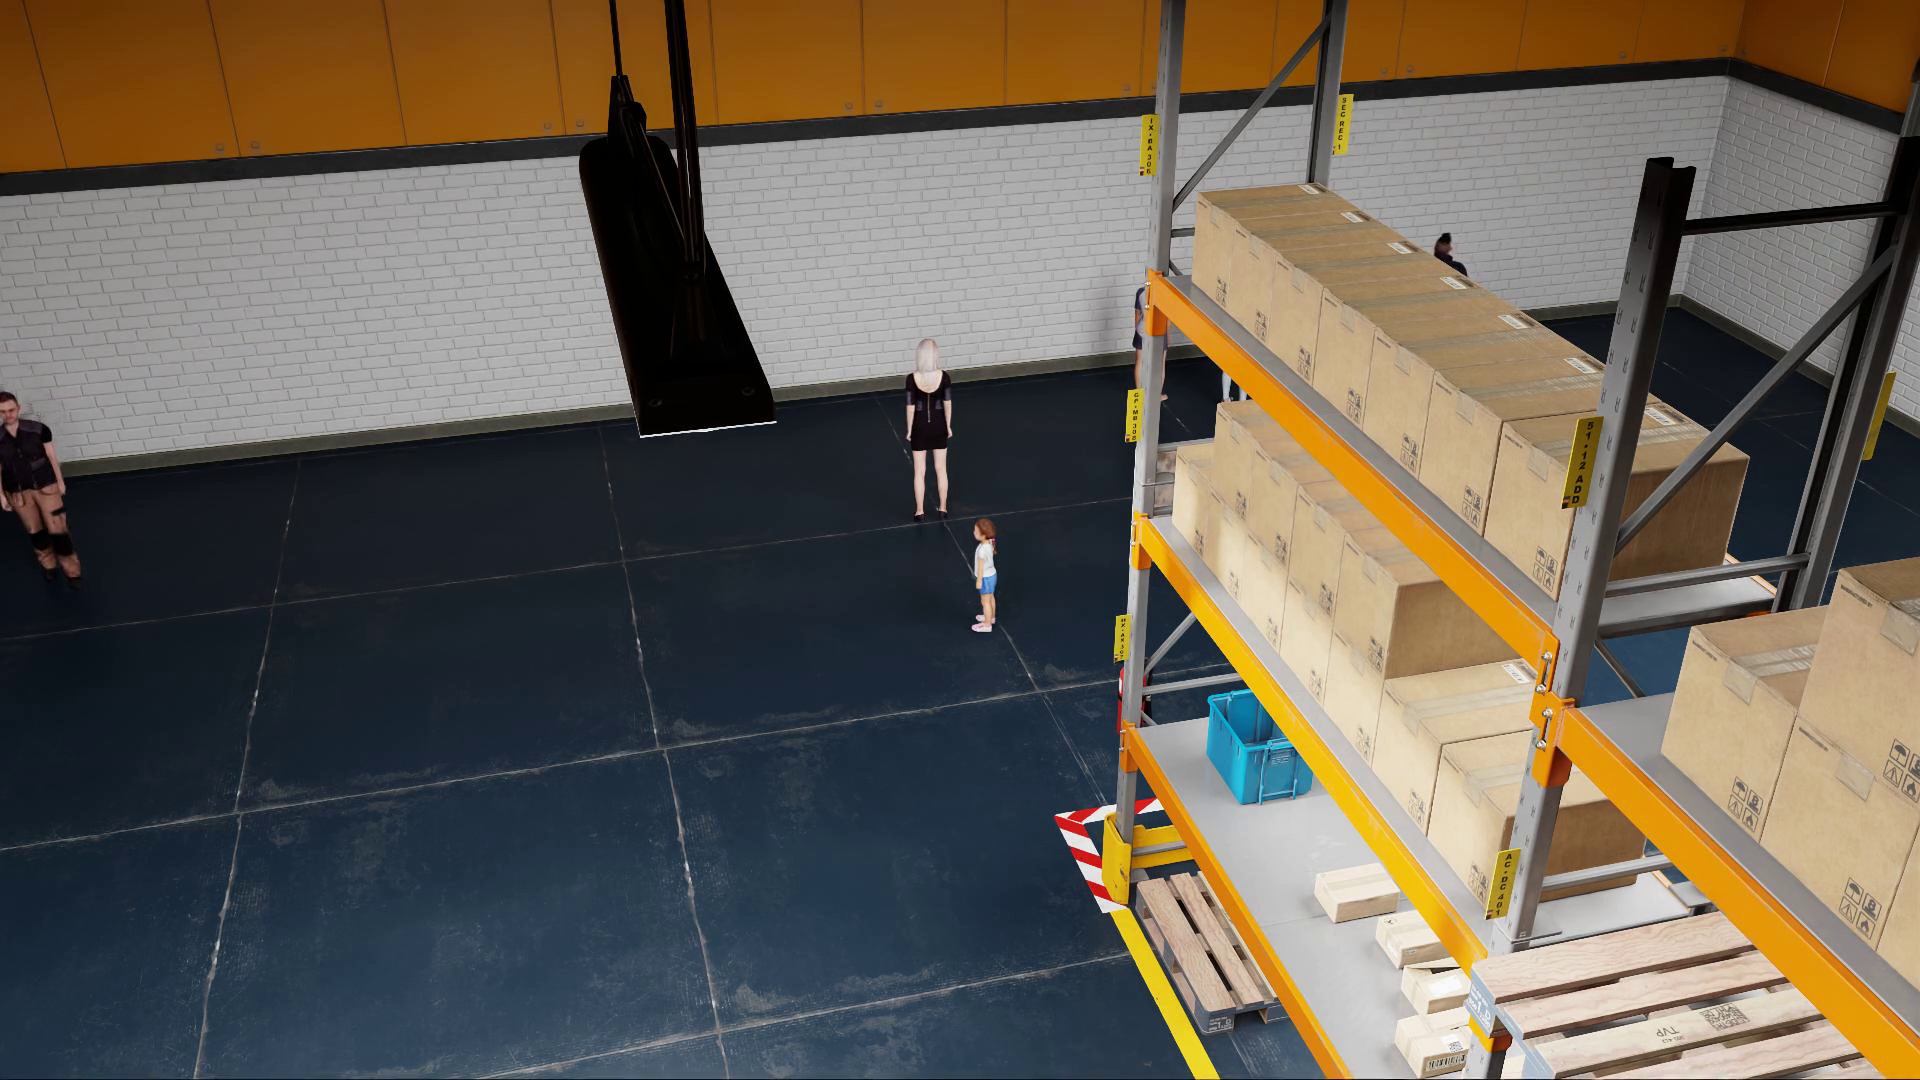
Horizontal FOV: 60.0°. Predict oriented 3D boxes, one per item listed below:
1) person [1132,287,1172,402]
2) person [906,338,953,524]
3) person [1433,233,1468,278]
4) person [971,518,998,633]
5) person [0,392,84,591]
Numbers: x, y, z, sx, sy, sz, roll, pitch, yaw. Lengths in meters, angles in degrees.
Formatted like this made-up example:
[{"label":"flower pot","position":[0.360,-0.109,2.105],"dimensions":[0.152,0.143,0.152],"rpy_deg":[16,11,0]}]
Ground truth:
[{"label":"person","position":[2.067,-2.244,17.894],"dimensions":[0.647,1.568,0.696],"rpy_deg":[13,31,22]},{"label":"person","position":[-0.283,-1.010,15.358],"dimensions":[0.592,1.830,0.518],"rpy_deg":[-5,29,-8]},{"label":"person","position":[5.111,-2.421,17.907],"dimensions":[0.846,1.866,0.815],"rpy_deg":[2,29,3]},{"label":"person","position":[0.219,0.282,13.837],"dimensions":[0.532,1.018,0.448],"rpy_deg":[7,29,13]},{"label":"person","position":[-8.023,-0.481,14.400],"dimensions":[0.707,1.818,0.849],"rpy_deg":[-9,30,-16]}]
